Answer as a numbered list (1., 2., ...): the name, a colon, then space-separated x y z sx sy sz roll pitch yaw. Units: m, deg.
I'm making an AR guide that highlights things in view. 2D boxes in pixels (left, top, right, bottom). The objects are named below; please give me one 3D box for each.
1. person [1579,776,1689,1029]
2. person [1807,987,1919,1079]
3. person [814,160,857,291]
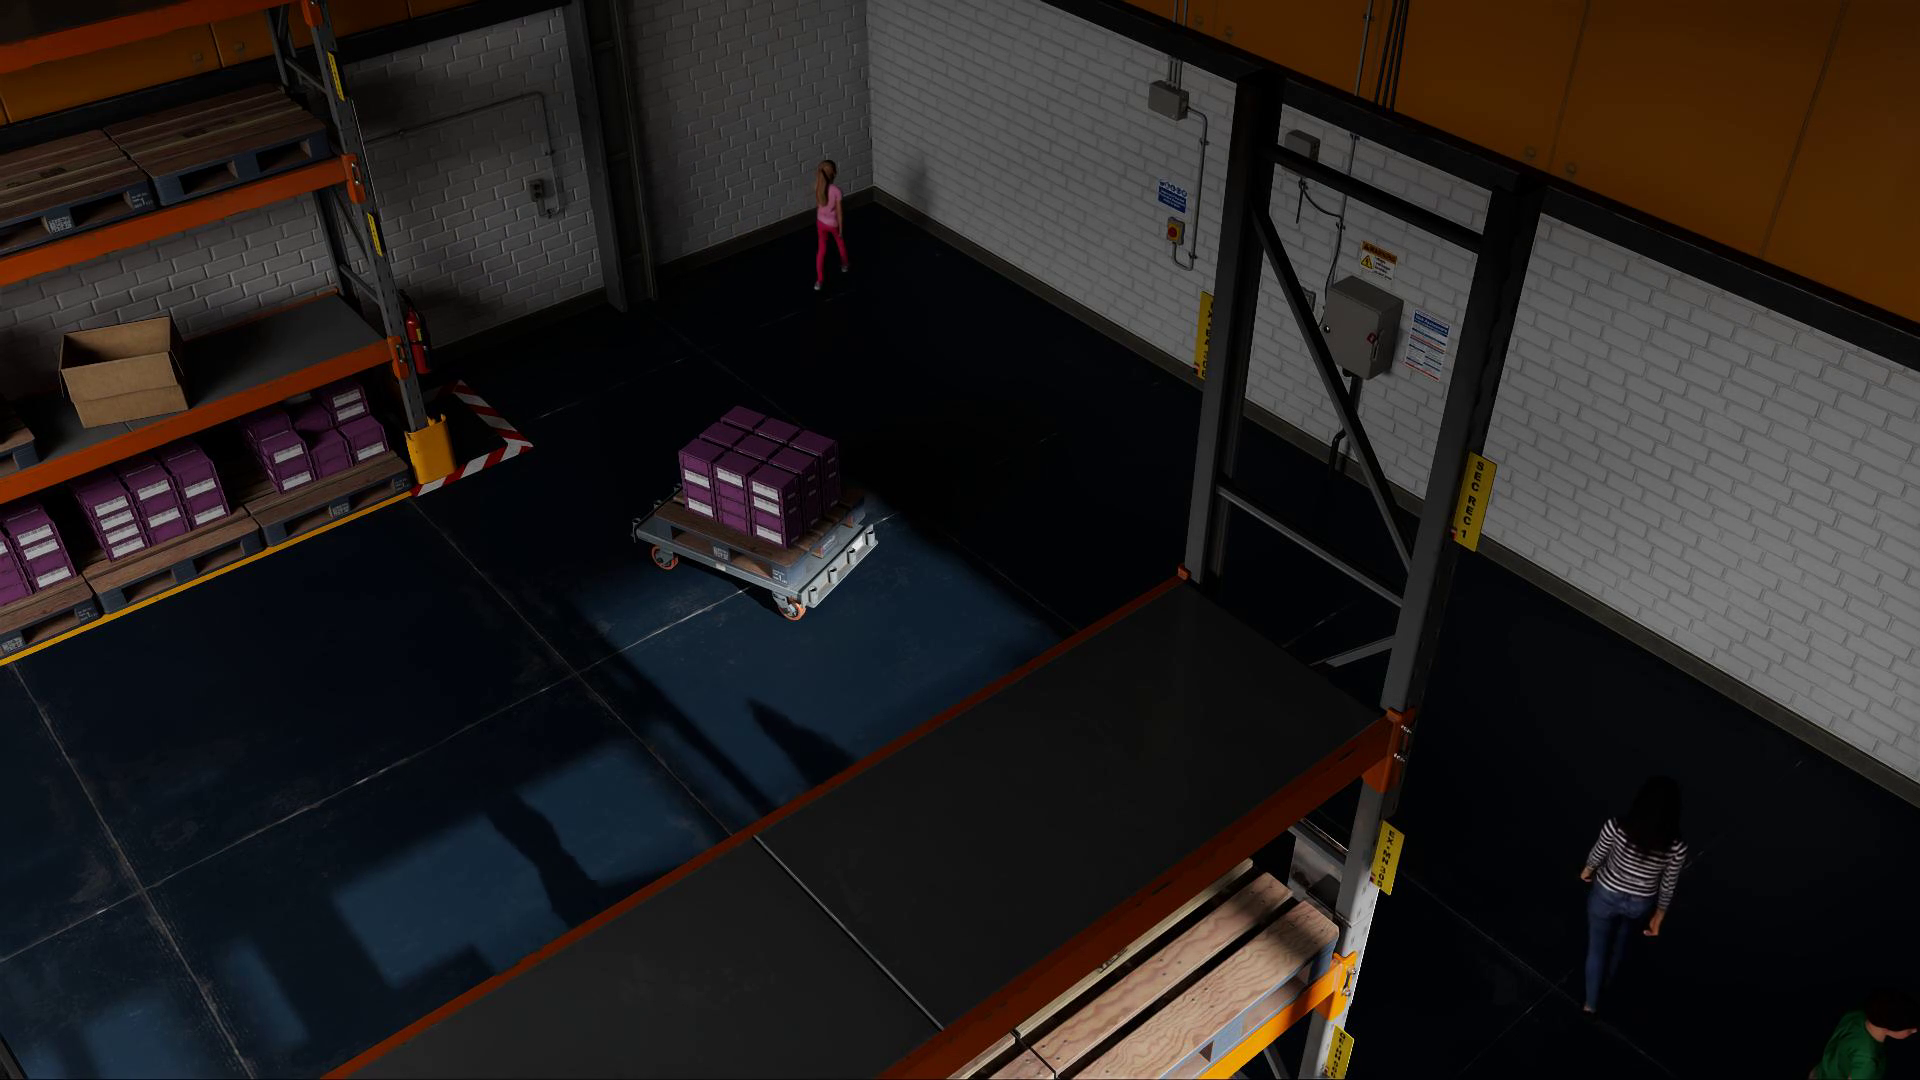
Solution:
1. person: 3.519 2.013 8.883 0.742 1.777 0.806 9 40 11
2. person: 4.256 2.709 8.112 0.728 1.651 0.603 16 41 19
3. person: -1.251 -2.924 15.495 0.729 1.239 0.943 16 41 19
